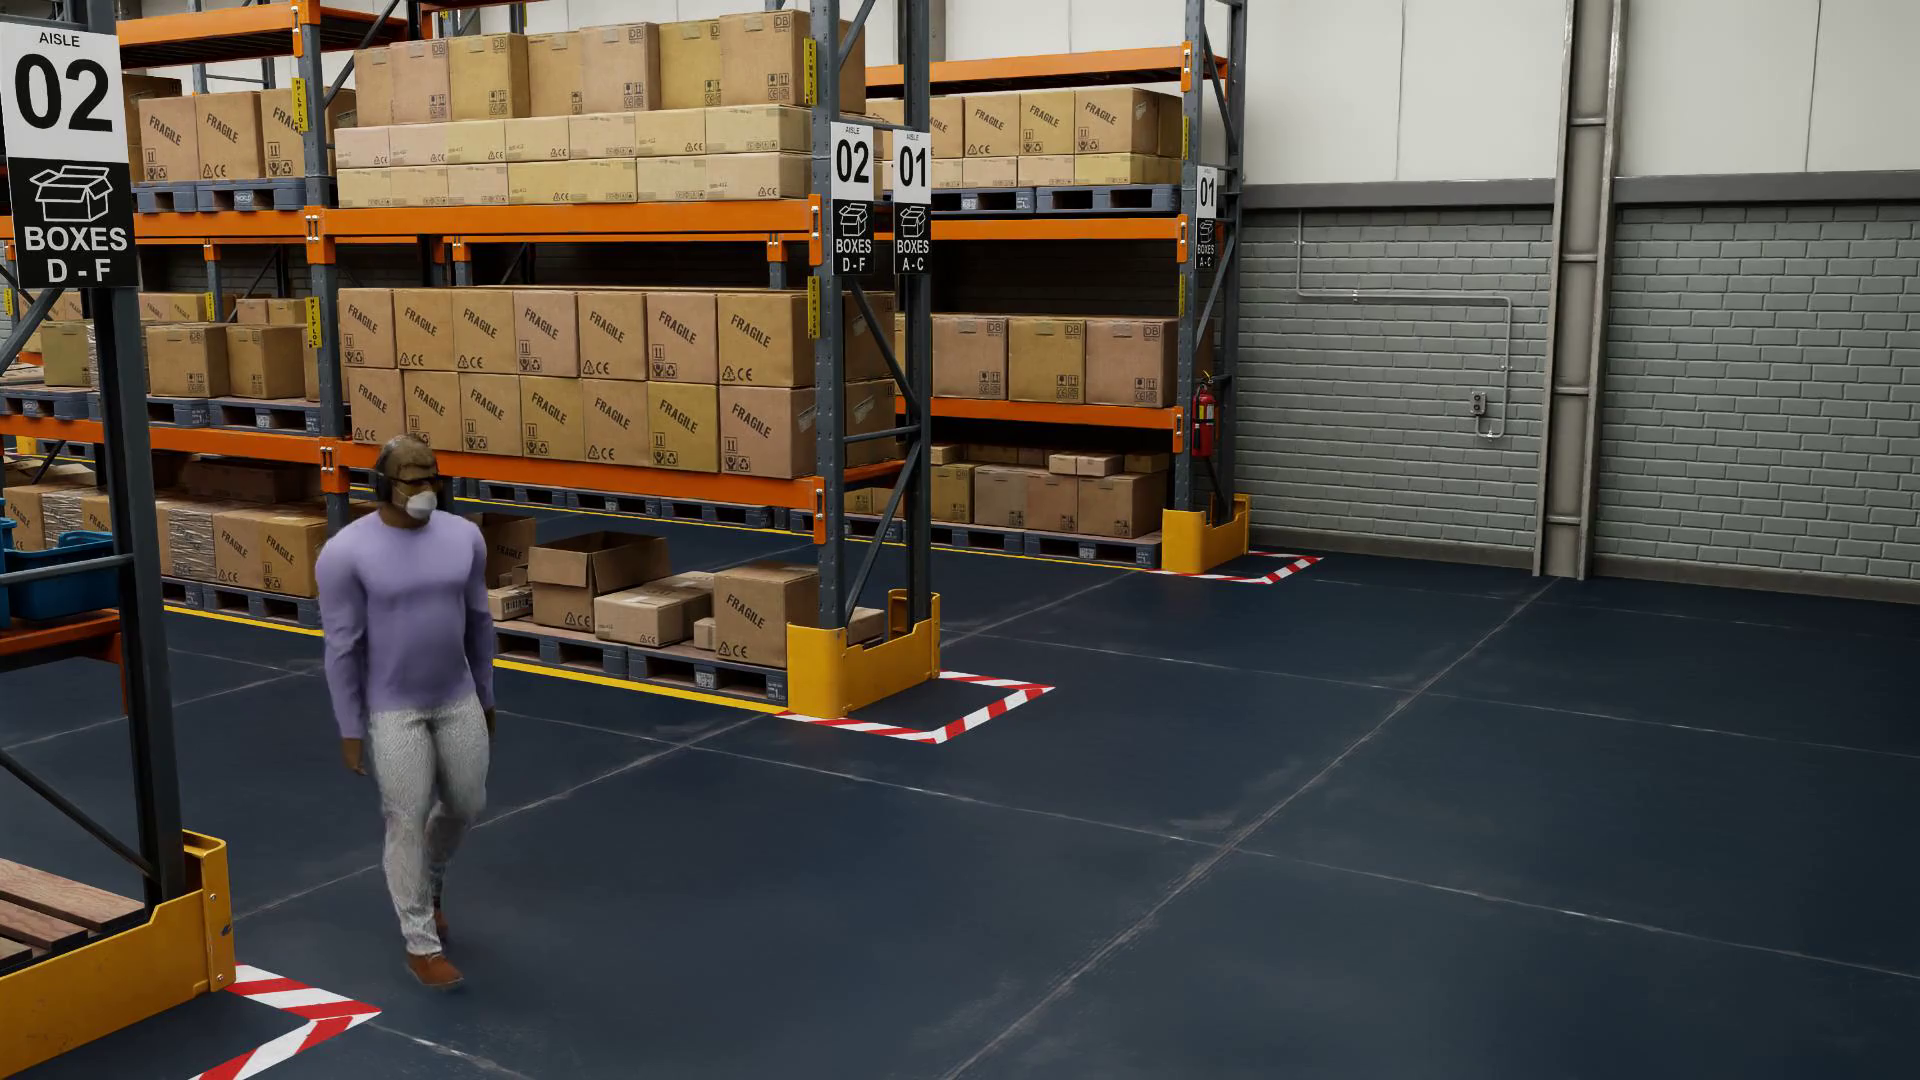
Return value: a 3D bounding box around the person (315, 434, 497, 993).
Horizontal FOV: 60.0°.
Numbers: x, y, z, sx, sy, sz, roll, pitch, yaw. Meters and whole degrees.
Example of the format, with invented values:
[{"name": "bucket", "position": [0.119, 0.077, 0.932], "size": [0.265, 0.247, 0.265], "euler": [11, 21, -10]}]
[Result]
[{"name": "person", "position": [-1.925, 0.581, 5.875], "size": [0.590, 1.933, 0.639], "euler": [9, 13, 44]}]
